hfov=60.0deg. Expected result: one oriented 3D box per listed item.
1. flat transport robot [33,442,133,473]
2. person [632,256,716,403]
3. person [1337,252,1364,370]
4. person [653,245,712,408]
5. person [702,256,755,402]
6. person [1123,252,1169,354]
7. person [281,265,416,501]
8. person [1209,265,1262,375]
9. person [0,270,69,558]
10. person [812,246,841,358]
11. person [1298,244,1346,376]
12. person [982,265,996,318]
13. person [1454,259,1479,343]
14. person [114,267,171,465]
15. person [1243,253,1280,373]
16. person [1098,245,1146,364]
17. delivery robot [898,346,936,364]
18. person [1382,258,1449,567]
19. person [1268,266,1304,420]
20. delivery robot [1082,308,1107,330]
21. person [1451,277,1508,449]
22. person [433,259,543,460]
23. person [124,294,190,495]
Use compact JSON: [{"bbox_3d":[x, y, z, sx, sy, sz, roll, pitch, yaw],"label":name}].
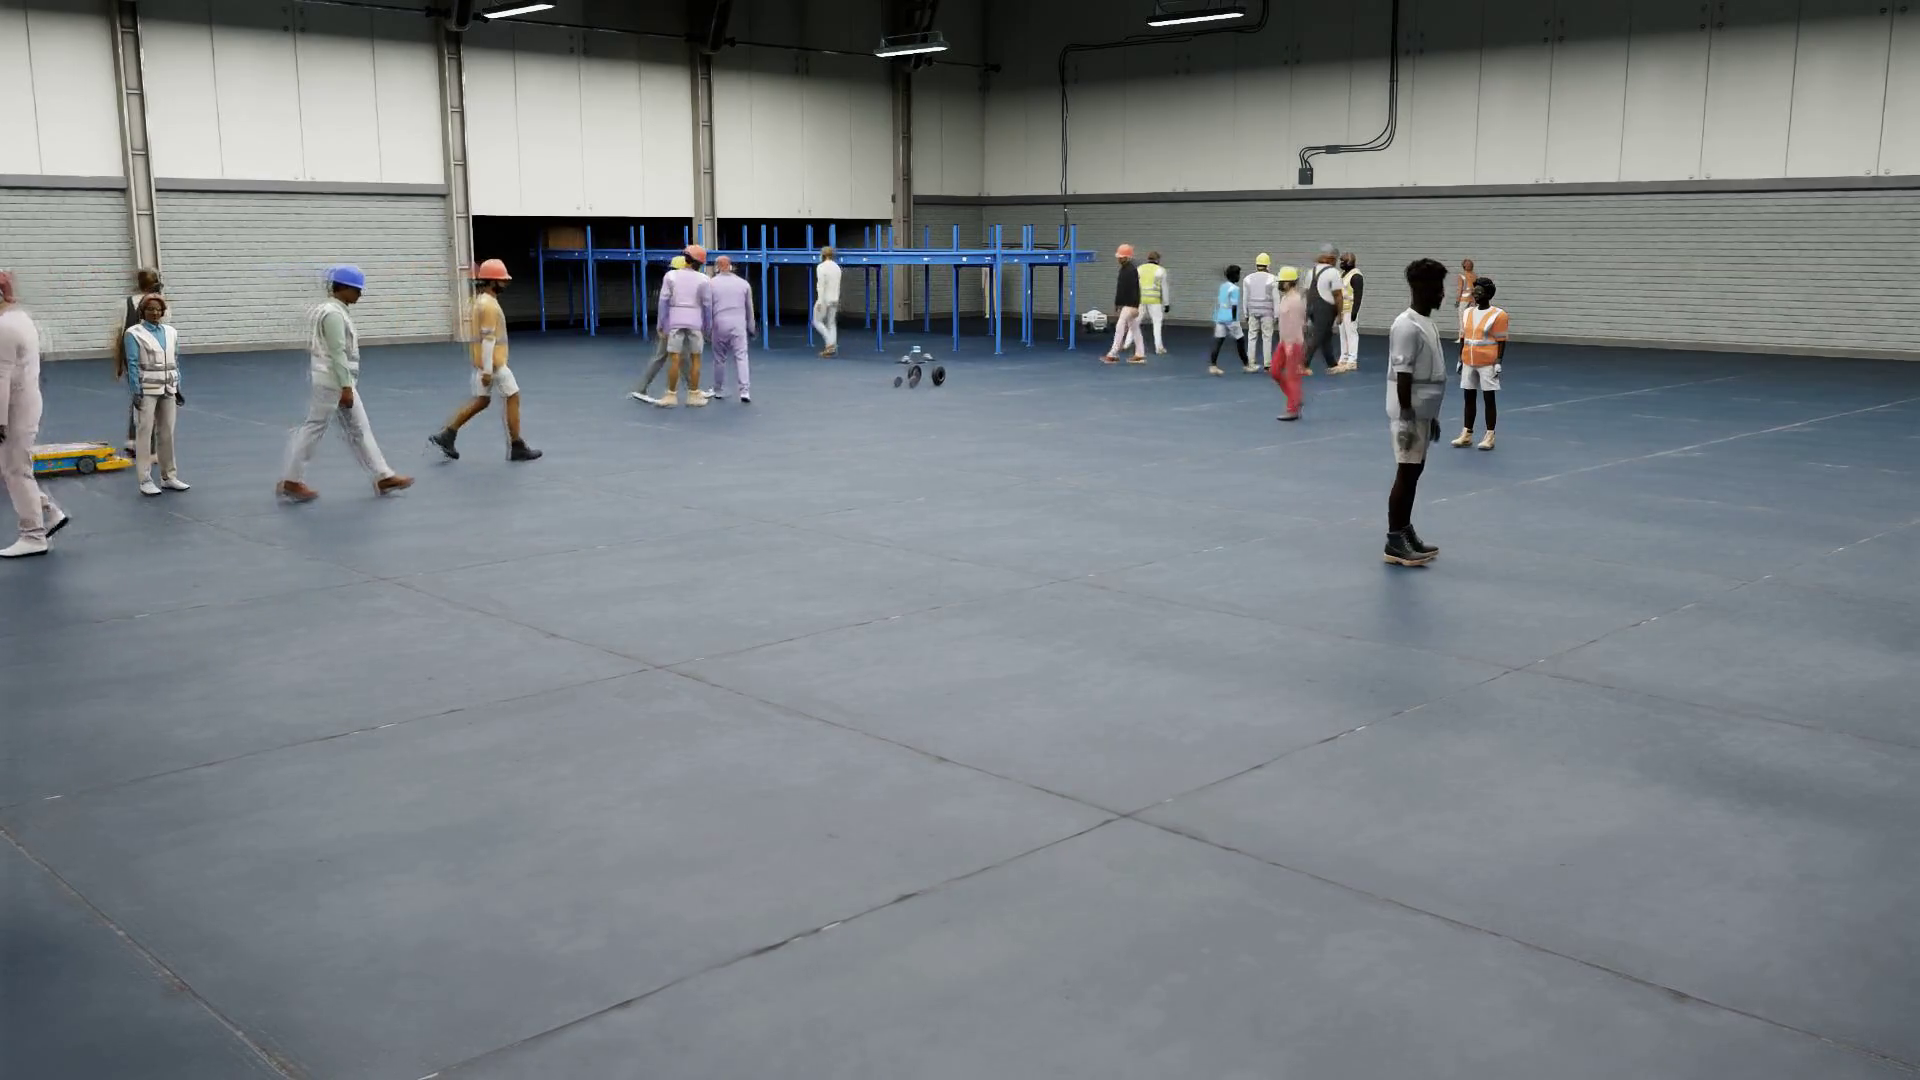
[{"bbox_3d":[-8.252,-0.705,14.820,0.652,0.197,1.431,9,14,41],"label":"flat transport robot"},{"bbox_3d":[-3.690,-2.673,21.113,1.039,1.868,0.590,-2,11,-10],"label":"person"},{"bbox_3d":[6.136,-3.629,26.365,0.429,1.840,0.632,-2,11,-10],"label":"person"},{"bbox_3d":[-3.464,-2.645,20.621,0.795,1.998,0.400,-1,10,-5],"label":"person"},{"bbox_3d":[-2.961,-2.701,21.311,0.709,1.840,1.033,-4,11,-22],"label":"person"},{"bbox_3d":[3.367,-4.277,30.001,0.825,1.813,0.532,5,12,27],"label":"person"},{"bbox_3d":[-5.011,-1.266,13.400,1.041,1.875,0.677,-2,11,-12],"label":"person"},{"bbox_3d":[4.161,-3.328,25.194,0.854,1.648,0.546,-4,11,-21],"label":"person"},{"bbox_3d":[-6.281,-0.829,10.973,0.424,1.892,0.652,-5,11,-24],"label":"person"},{"bbox_3d":[-2.321,-4.137,28.899,0.433,1.925,0.662,6,12,30],"label":"person"},{"bbox_3d":[5.499,-3.505,25.256,0.981,2.000,0.694,-4,11,-23],"label":"person"},{"bbox_3d":[0.801,-6.476,42.453,0.506,1.632,0.268,-1,10,-3],"label":"person"},{"bbox_3d":[9.947,-4.683,32.662,0.523,1.638,0.311,-5,11,-25],"label":"person"},{"bbox_3d":[-7.564,-1.615,15.448,0.540,1.814,0.470,2,11,9],"label":"person"},{"bbox_3d":[4.674,-3.510,25.737,0.596,1.832,0.404,6,12,31],"label":"person"},{"bbox_3d":[2.661,-3.869,27.368,0.946,1.934,0.767,-2,11,-11],"label":"person"},{"bbox_3d":[-0.606,-2.631,23.579,0.335,0.223,0.698,7,12,33],"label":"delivery robot"},{"bbox_3d":[2.971,-0.838,10.818,0.365,1.963,0.650,5,12,27],"label":"person"},{"bbox_3d":[3.757,-2.252,19.084,0.370,1.755,0.530,-2,11,-9],"label":"person"},{"bbox_3d":[2.932,-4.819,36.222,0.477,0.478,0.707,-4,11,-18],"label":"delivery robot"},{"bbox_3d":[5.176,-1.759,16.556,0.315,1.696,0.540,-8,13,-37],"label":"person"},{"bbox_3d":[-4.482,-1.689,15.639,0.917,1.901,0.544,-5,12,-26],"label":"person"},{"bbox_3d":[-6.621,-1.205,13.702,0.315,1.636,0.515,4,11,21],"label":"person"}]
